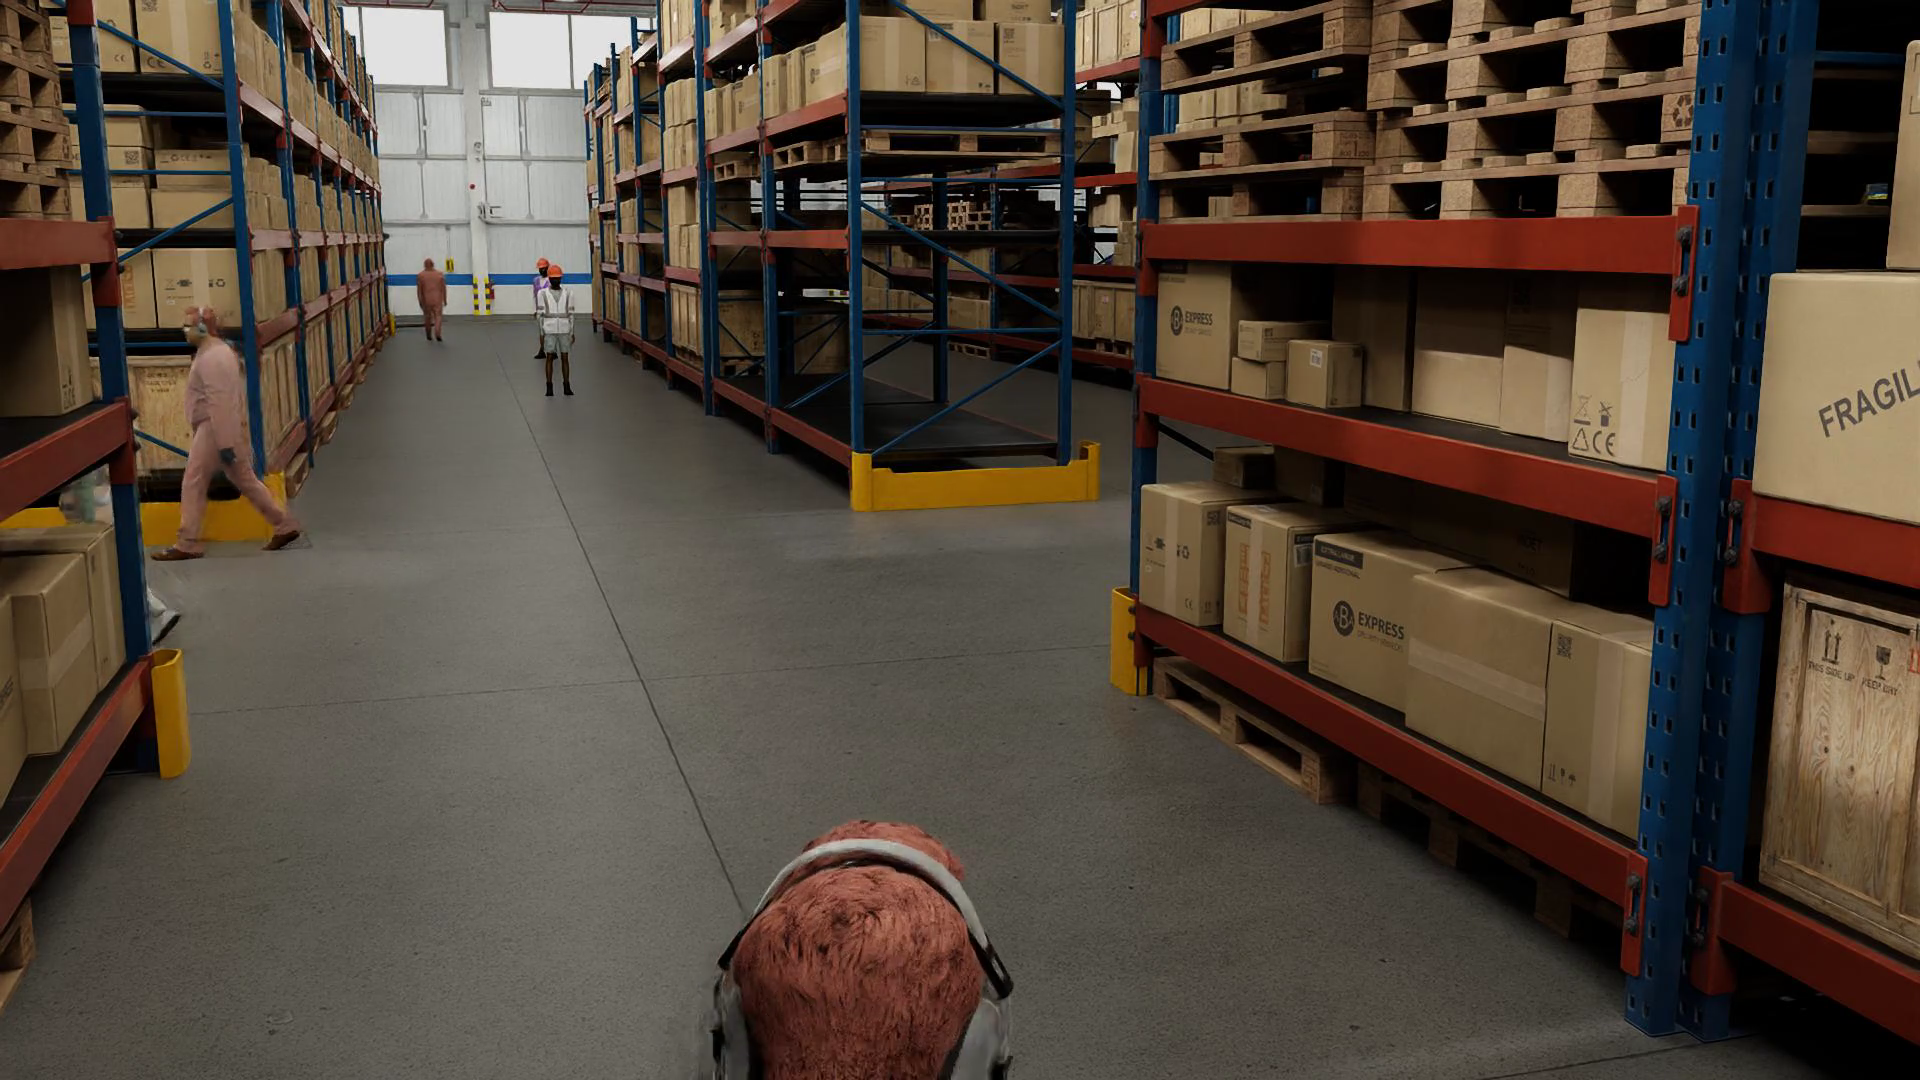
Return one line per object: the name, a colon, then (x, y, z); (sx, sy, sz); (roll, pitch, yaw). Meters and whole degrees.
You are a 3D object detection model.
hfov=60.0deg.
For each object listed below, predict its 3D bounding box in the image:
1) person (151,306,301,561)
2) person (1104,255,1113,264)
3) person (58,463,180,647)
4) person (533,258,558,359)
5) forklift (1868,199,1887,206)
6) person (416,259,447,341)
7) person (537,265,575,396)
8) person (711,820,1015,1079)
person: (-5.417, -0.792, 12.220); (0.986, 1.862, 0.651); (-3, 11, -14)
person: (3.708, -5.895, 40.029); (0.753, 1.926, 0.623); (8, 13, 38)
person: (-4.691, -0.110, 9.123); (0.555, 1.616, 0.550); (-5, 11, -23)
person: (-7.980, -4.449, 32.043); (0.543, 1.939, 0.370); (3, 11, 16)
forklift: (11.338, -2.915, 21.052); (1.129, 2.768, 1.873); (-3, 11, -17)
person: (-11.965, -5.443, 37.709); (0.641, 1.864, 0.974); (-3, 11, -17)
person: (-5.974, -3.102, 24.661); (0.545, 1.938, 0.361); (-4, 11, -22)
person: (-0.101, 1.160, 1.472); (0.677, 1.878, 0.774); (0, 10, 1)
